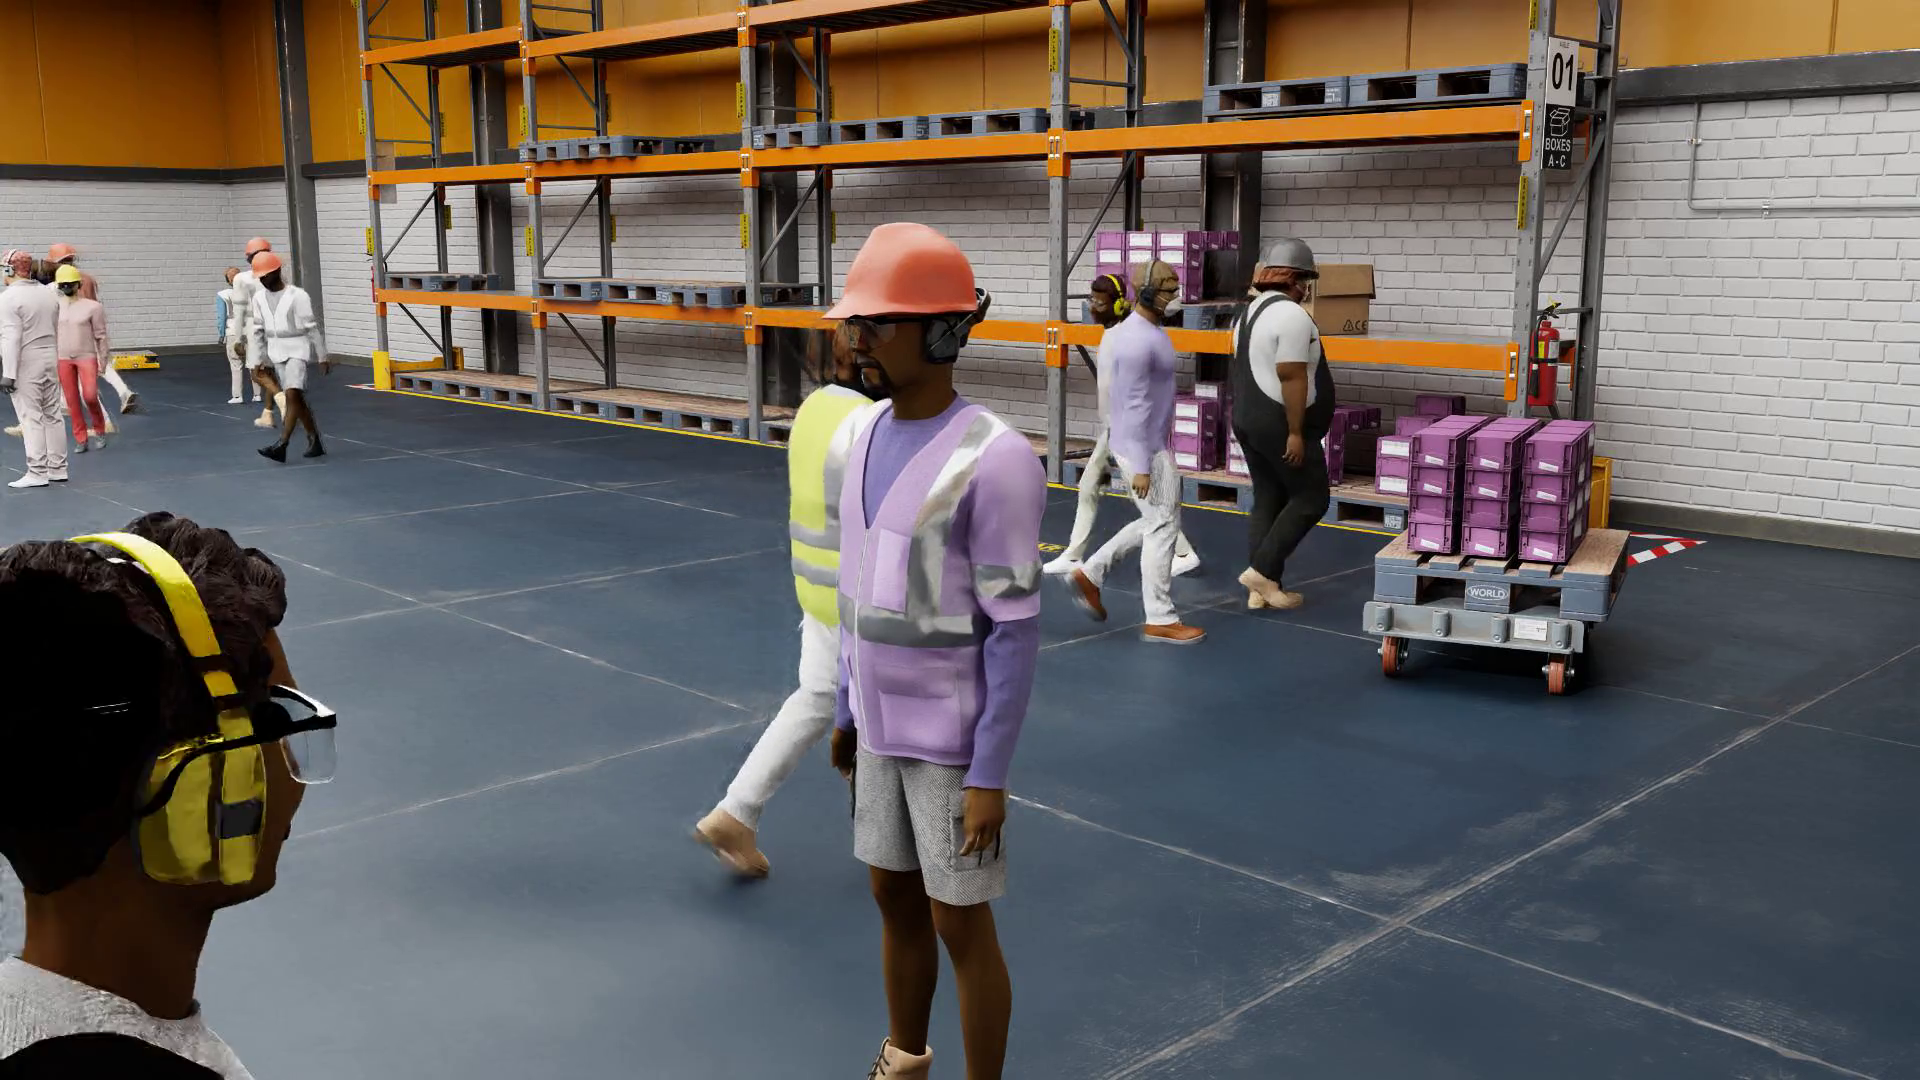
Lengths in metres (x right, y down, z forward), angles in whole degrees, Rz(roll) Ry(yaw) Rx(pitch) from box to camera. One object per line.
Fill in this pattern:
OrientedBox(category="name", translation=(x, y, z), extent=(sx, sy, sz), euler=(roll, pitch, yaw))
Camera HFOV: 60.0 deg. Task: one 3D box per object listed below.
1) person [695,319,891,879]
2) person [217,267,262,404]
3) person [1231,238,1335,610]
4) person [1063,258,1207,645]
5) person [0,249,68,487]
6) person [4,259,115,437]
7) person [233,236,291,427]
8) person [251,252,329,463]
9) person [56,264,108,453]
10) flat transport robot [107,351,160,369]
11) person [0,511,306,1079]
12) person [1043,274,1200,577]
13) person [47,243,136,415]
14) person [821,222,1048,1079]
OrientedBox(category="person", translation=(-0.371, 0.189, 5.162), extent=(0.890, 1.810, 0.622), euler=(-6, 12, -29))
OrientedBox(category="person", translation=(-8.668, -2.455, 20.019), extent=(0.312, 1.642, 0.512), euler=(9, 14, 41))
OrientedBox(category="person", translation=(1.736, -0.624, 8.949), extent=(0.542, 2.000, 0.712), euler=(-2, 11, -13))
OrientedBox(category="person", translation=(0.887, -0.434, 8.238), extent=(0.684, 1.911, 0.644), euler=(2, 11, 13))
OrientedBox(category="person", translation=(-7.529, -1.378, 13.424), extent=(0.403, 1.911, 0.637), euler=(1, 10, 6))
OrientedBox(category="person", translation=(-9.069, -1.912, 16.688), extent=(0.999, 1.793, 0.621), euler=(-5, 11, -25))
OrientedBox(category="person", translation=(-7.205, -2.146, 17.322), extent=(0.801, 2.012, 0.620), euler=(8, 13, 37))
OrientedBox(category="person", translation=(-6.046, -1.625, 14.872), extent=(0.616, 1.866, 0.971), euler=(3, 11, 15))
OrientedBox(category="person", translation=(-8.219, -1.670, 15.441), extent=(0.530, 1.754, 0.372), euler=(-2, 11, -12))
OrientedBox(category="flat transport robot", translation=(-12.676, -2.757, 25.405), extent=(0.652, 0.197, 1.431), euler=(-6, 12, -31))
OrientedBox(category="person", translation=(-0.495, 0.889, 1.268), extent=(0.555, 1.831, 0.889), euler=(7, 12, 32))
OrientedBox(category="person", translation=(0.973, -0.659, 9.799), extent=(0.972, 1.813, 0.555), euler=(0, 10, 3))
OrientedBox(category="person", translation=(-9.800, -2.357, 18.670), extent=(0.980, 1.953, 0.635), euler=(3, 11, 16))
OrientedBox(category="person", translation=(-0.093, 0.382, 3.448), extent=(0.380, 2.045, 0.605), euler=(-7, 13, -35))
